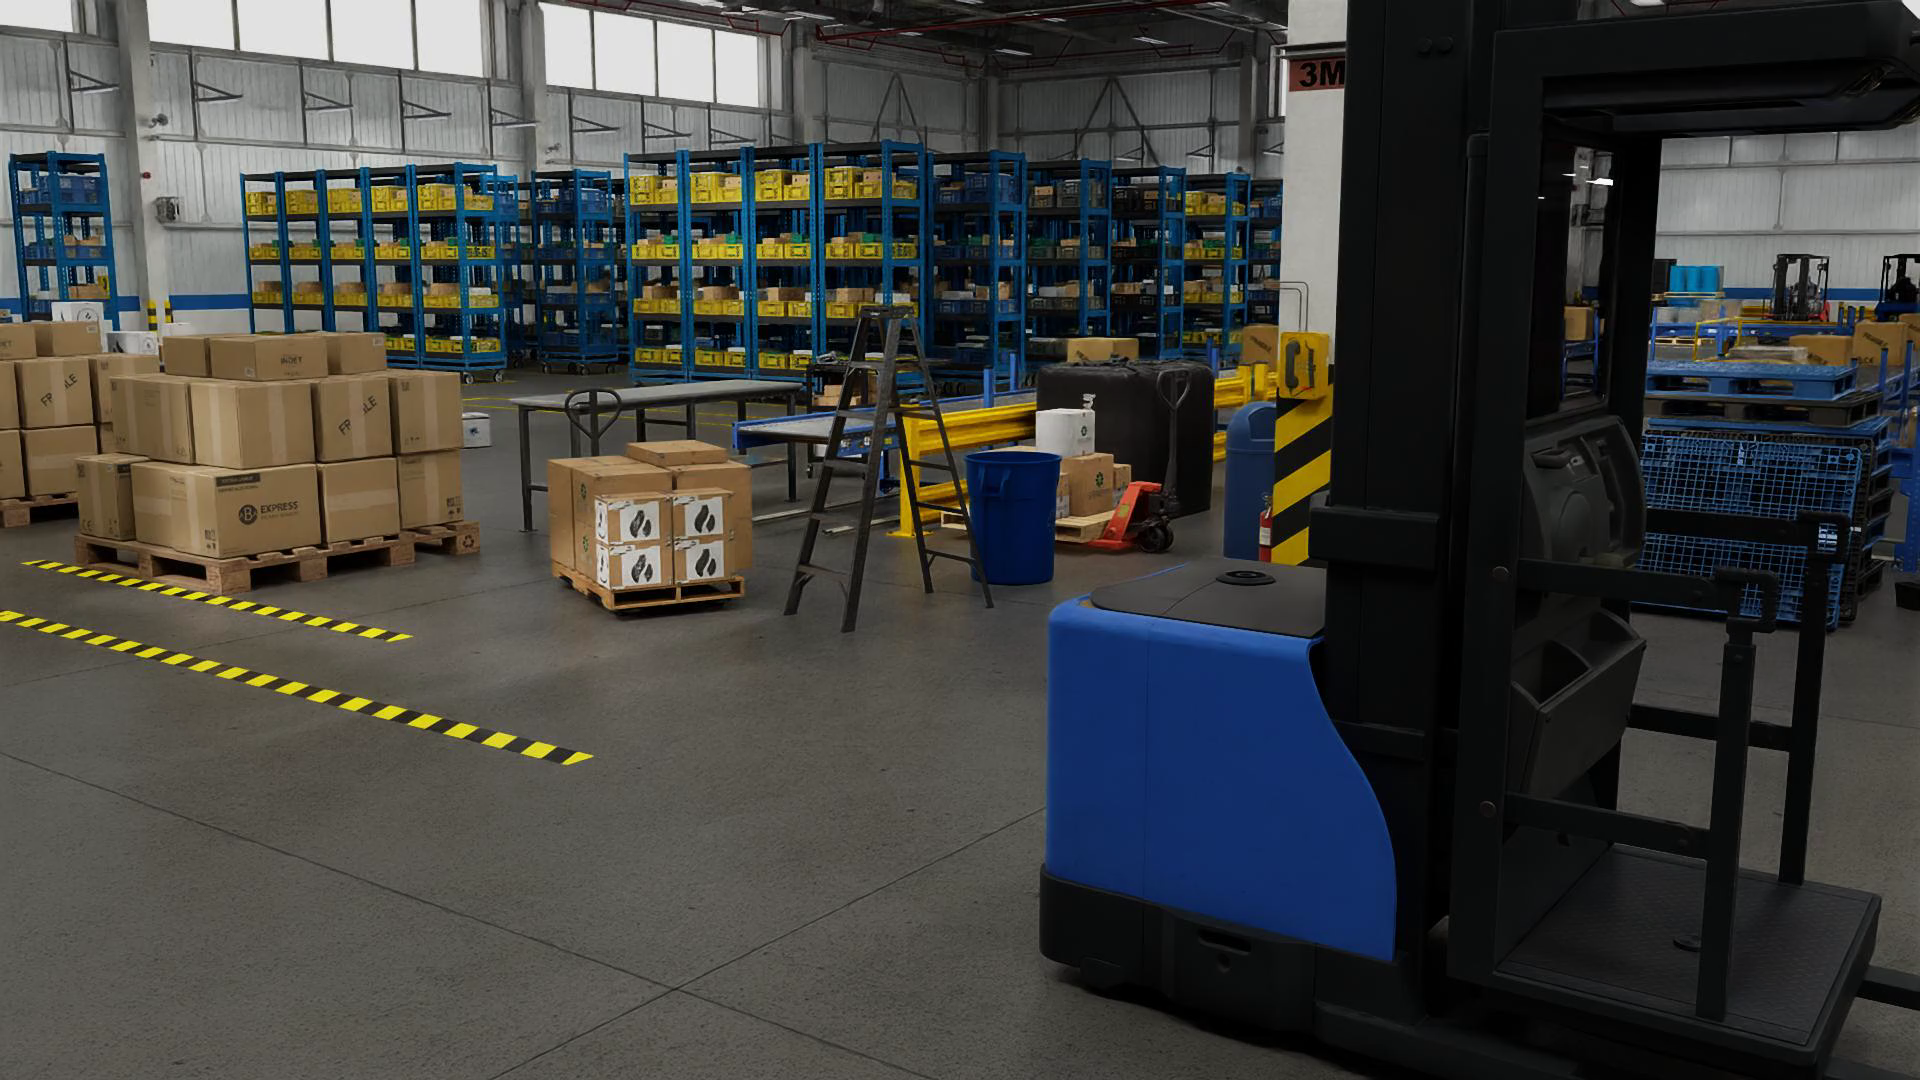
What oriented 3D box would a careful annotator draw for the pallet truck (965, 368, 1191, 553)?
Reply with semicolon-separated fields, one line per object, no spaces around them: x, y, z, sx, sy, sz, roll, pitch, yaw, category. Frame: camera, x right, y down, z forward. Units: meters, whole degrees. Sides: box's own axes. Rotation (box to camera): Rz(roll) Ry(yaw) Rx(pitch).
0.845;-0.609;11.869;1.630;1.274;0.653;7;12;35;pallet truck

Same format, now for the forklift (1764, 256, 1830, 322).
20.253;-5.854;40.139;1.157;1.987;2.680;7;12;35;forklift

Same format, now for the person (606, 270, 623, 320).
-8.450;-5.680;40.607;0.586;1.782;1.009;9;13;42;person

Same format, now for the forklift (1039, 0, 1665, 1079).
1.249;-0.137;4.360;1.873;2.768;1.129;7;12;35;forklift

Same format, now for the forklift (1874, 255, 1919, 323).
22.089;-5.634;38.796;1.157;1.987;2.680;6;11;33;forklift

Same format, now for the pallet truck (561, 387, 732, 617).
-1.981;-0.274;10.088;0.680;1.201;1.601;-5;11;-28;pallet truck
